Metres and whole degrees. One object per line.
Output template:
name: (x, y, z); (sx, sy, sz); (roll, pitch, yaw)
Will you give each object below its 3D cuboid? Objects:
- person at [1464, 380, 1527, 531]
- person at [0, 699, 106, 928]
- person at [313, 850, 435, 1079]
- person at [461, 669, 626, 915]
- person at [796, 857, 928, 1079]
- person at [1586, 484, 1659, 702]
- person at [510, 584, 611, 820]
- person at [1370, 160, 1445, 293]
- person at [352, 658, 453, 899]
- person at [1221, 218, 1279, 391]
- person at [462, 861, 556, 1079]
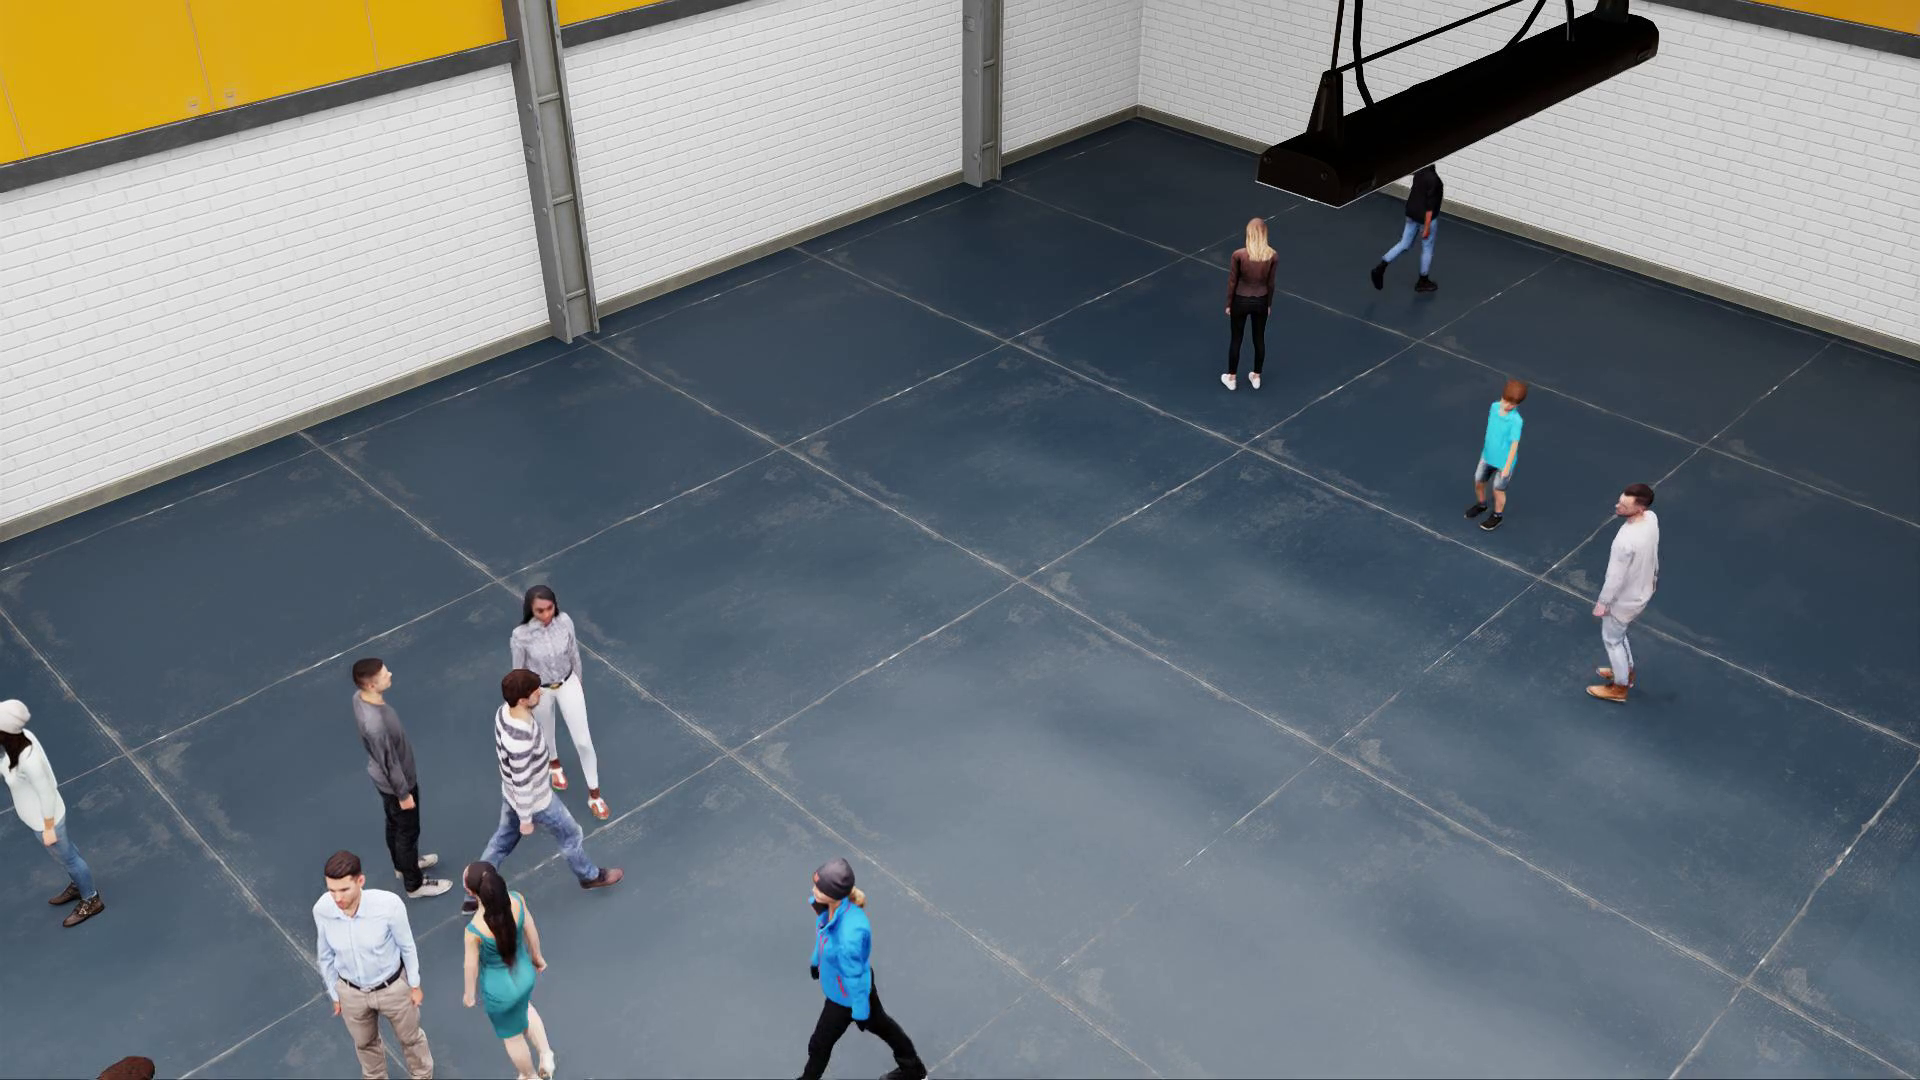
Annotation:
person: (4.489, -0.724, 13.769); (0.645, 1.422, 0.616); (-11, 35, -16)
person: (-5.530, 1.627, 10.029); (0.522, 1.645, 0.581); (-25, 41, -32)
person: (-3.085, 2.343, 8.769); (0.733, 1.847, 0.807); (-3, 34, -4)
person: (-2.690, 1.575, 9.977); (1.329, 1.789, 0.965); (-16, 37, -22)
person: (-0.498, 2.371, 8.821); (1.250, 1.744, 1.094); (-5, 34, -8)
person: (4.761, 0.392, 11.745); (0.599, 1.802, 0.799); (-26, 41, -33)
person: (-2.718, 0.974, 10.967); (1.002, 1.695, 0.894); (-13, 36, -19)
person: (4.764, -3.347, 17.486); (1.114, 1.675, 0.834); (-13, 36, -18)
person: (-3.479, 1.447, 10.195); (0.605, 1.762, 0.665); (-19, 38, -26)
person: (2.752, -2.233, 15.788); (0.656, 1.700, 0.735); (-3, 34, -4)
person: (-2.343, 2.393, 8.850); (0.697, 1.676, 0.569); (19, 38, 26)
